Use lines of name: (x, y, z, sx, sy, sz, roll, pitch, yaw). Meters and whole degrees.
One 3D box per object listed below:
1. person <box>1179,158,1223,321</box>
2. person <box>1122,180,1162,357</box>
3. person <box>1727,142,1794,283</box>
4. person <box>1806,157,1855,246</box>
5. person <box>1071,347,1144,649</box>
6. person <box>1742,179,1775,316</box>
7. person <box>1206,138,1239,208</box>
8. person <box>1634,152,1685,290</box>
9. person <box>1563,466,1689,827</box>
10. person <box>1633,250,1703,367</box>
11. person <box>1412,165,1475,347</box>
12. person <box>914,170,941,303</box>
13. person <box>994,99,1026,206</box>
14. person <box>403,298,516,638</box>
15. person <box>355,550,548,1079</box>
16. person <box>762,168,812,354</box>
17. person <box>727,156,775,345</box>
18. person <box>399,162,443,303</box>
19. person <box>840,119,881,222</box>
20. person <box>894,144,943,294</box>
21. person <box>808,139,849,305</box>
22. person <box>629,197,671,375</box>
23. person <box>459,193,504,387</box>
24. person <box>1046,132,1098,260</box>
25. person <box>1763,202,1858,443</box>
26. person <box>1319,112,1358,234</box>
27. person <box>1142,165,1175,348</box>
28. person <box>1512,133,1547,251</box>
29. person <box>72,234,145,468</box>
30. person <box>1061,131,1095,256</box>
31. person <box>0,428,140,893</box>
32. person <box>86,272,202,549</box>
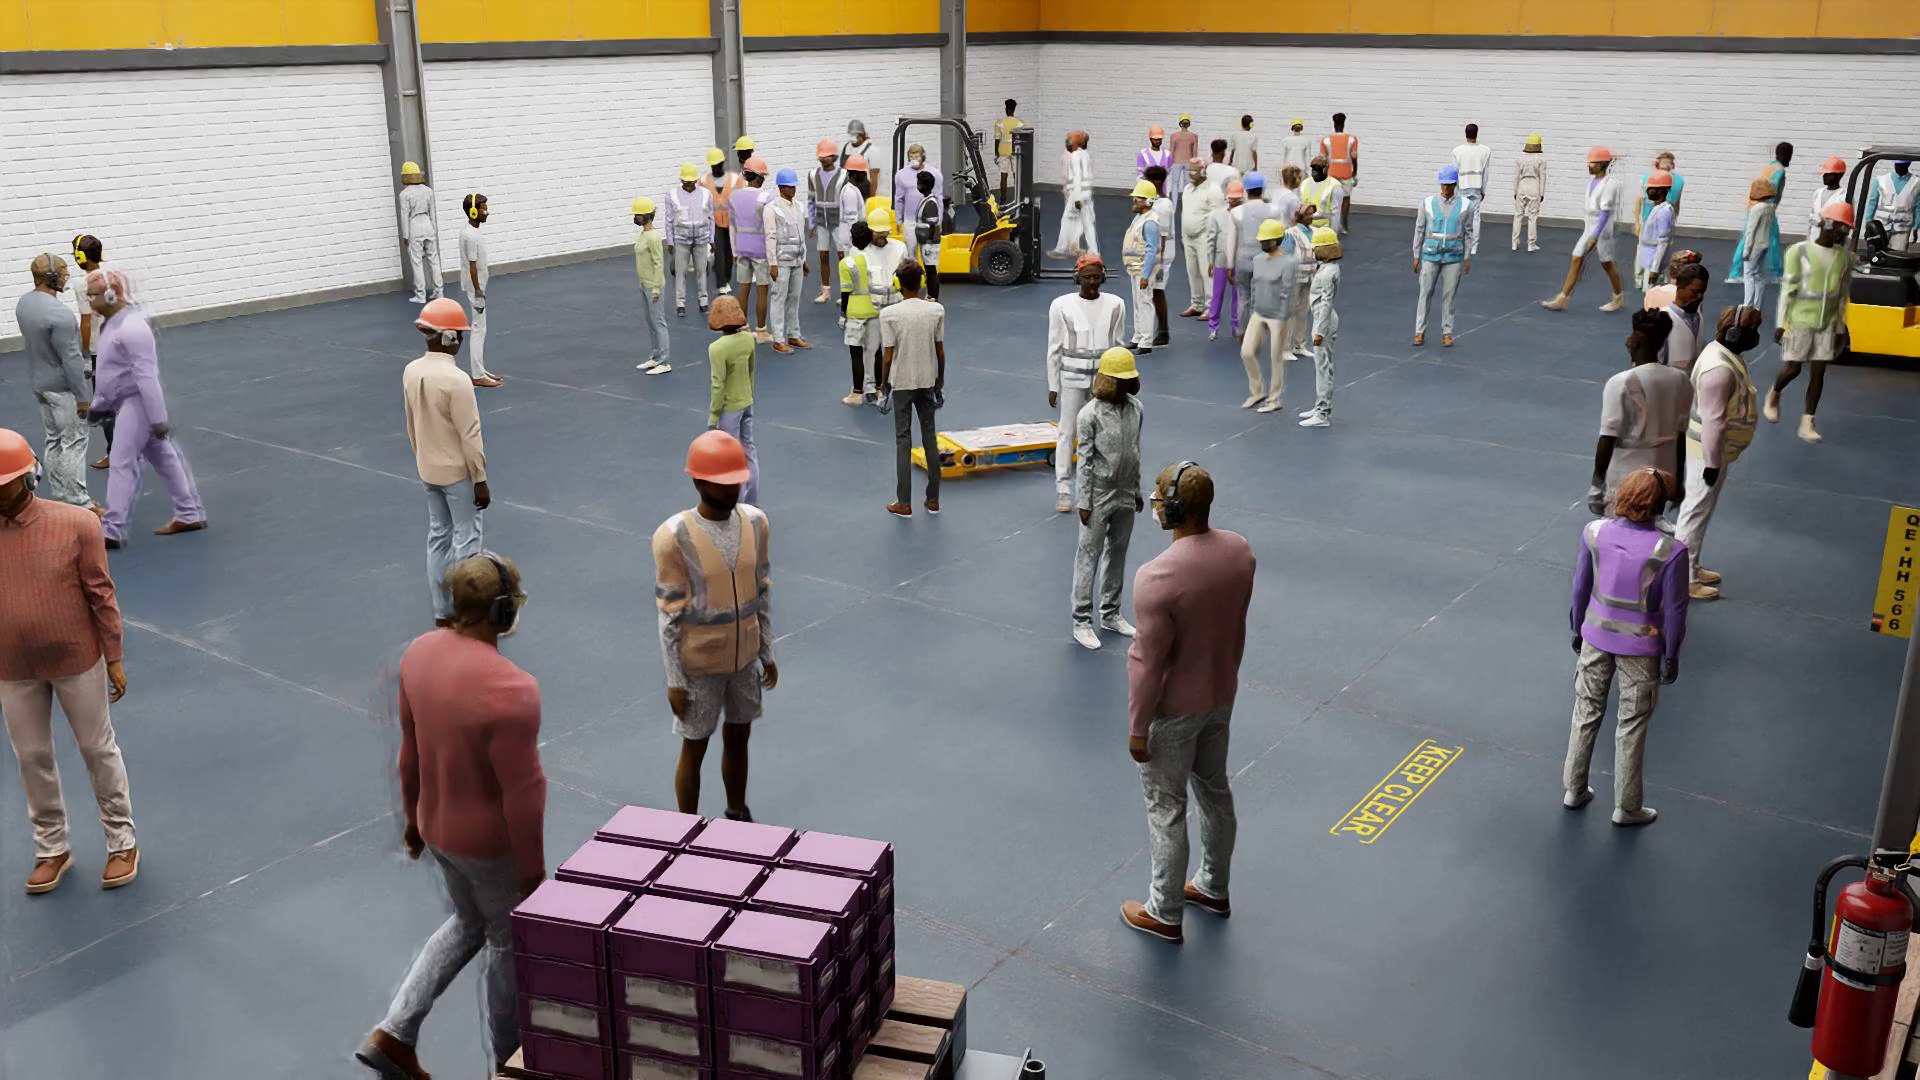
person: (2.807, -3.533, 19.568, 0.407, 1.889, 0.649, -11, 21, -31)
person: (1.906, -2.858, 17.526, 0.404, 1.837, 0.590, -2, 18, -5)
person: (10.799, -4.350, 22.173, 0.981, 1.844, 0.604, 0, 18, 0)
person: (9.913, -3.410, 19.086, 0.375, 1.939, 0.546, -5, 18, -15)
person: (0.872, -0.248, 9.513, 0.492, 1.742, 0.323, -14, 22, -37)
person: (9.412, -3.439, 19.687, 0.502, 1.627, 0.272, -16, 23, -40)
person: (3.365, -4.288, 21.820, 0.628, 1.940, 0.690, 11, 21, 30)
person: (8.955, -4.064, 21.368, 0.577, 1.784, 1.025, 3, 18, 10)
person: (2.961, 0.475, 7.422, 0.310, 1.638, 0.523, -14, 23, -38)
person: (5.296, -1.258, 12.526, 0.387, 1.837, 0.562, -4, 18, -13)
person: (5.215, -3.066, 17.996, 0.617, 1.946, 0.396, 5, 18, 14)
person: (-0.391, -3.594, 20.056, 0.319, 1.696, 0.532, -3, 18, -9)
person: (0.927, -7.122, 30.652, 0.613, 1.965, 0.361, -1, 18, -2)
person: (-2.910, -0.395, 9.574, 0.609, 1.991, 0.388, 14, 22, 37)
person: (-1.627, 0.983, 5.411, 0.646, 1.911, 0.635, 14, 23, 38)
person: (-1.835, -2.968, 17.689, 0.384, 1.949, 0.604, 11, 21, 31)
person: (-2.221, -3.145, 18.117, 0.611, 2.032, 0.411, 10, 20, 28)
person: (-6.762, -3.835, 20.754, 0.321, 1.737, 0.487, 13, 22, 35)
person: (-1.497, -5.092, 24.183, 0.710, 2.000, 0.536, 10, 20, 29)
person: (-0.520, -4.043, 21.092, 0.637, 1.929, 0.367, 4, 18, 12)
person: (-1.596, -3.902, 20.484, 0.608, 2.033, 0.426, 7, 19, 22)
person: (-3.115, -2.545, 16.664, 0.310, 1.766, 0.534, -8, 20, -25)
person: (-4.655, -2.408, 16.088, 0.324, 1.861, 0.510, -6, 19, -18)
person: (1.644, -4.967, 24.108, 0.866, 1.840, 0.606, 7, 19, 21)
person: (7.223, -1.852, 14.110, 0.651, 2.001, 0.642, -1, 18, -2)
person: (6.099, -5.905, 26.860, 0.664, 1.959, 0.420, 4, 18, 13)
person: (2.124, -3.059, 17.962, 0.393, 1.954, 0.623, 2, 18, 6)
person: (8.640, -5.276, 25.241, 0.484, 1.744, 0.295, 13, 22, 35)
person: (-6.811, -1.494, 13.240, 0.340, 1.856, 0.527, 3, 18, 10)
person: (1.740, -5.117, 24.614, 0.434, 1.820, 0.640, -11, 21, -31)
person: (-3.749, 0.500, 6.794, 0.625, 1.981, 0.406, -4, 18, -13)
person: (-5.713, -0.875, 11.275, 0.917, 1.862, 0.643, -11, 21, -31)
